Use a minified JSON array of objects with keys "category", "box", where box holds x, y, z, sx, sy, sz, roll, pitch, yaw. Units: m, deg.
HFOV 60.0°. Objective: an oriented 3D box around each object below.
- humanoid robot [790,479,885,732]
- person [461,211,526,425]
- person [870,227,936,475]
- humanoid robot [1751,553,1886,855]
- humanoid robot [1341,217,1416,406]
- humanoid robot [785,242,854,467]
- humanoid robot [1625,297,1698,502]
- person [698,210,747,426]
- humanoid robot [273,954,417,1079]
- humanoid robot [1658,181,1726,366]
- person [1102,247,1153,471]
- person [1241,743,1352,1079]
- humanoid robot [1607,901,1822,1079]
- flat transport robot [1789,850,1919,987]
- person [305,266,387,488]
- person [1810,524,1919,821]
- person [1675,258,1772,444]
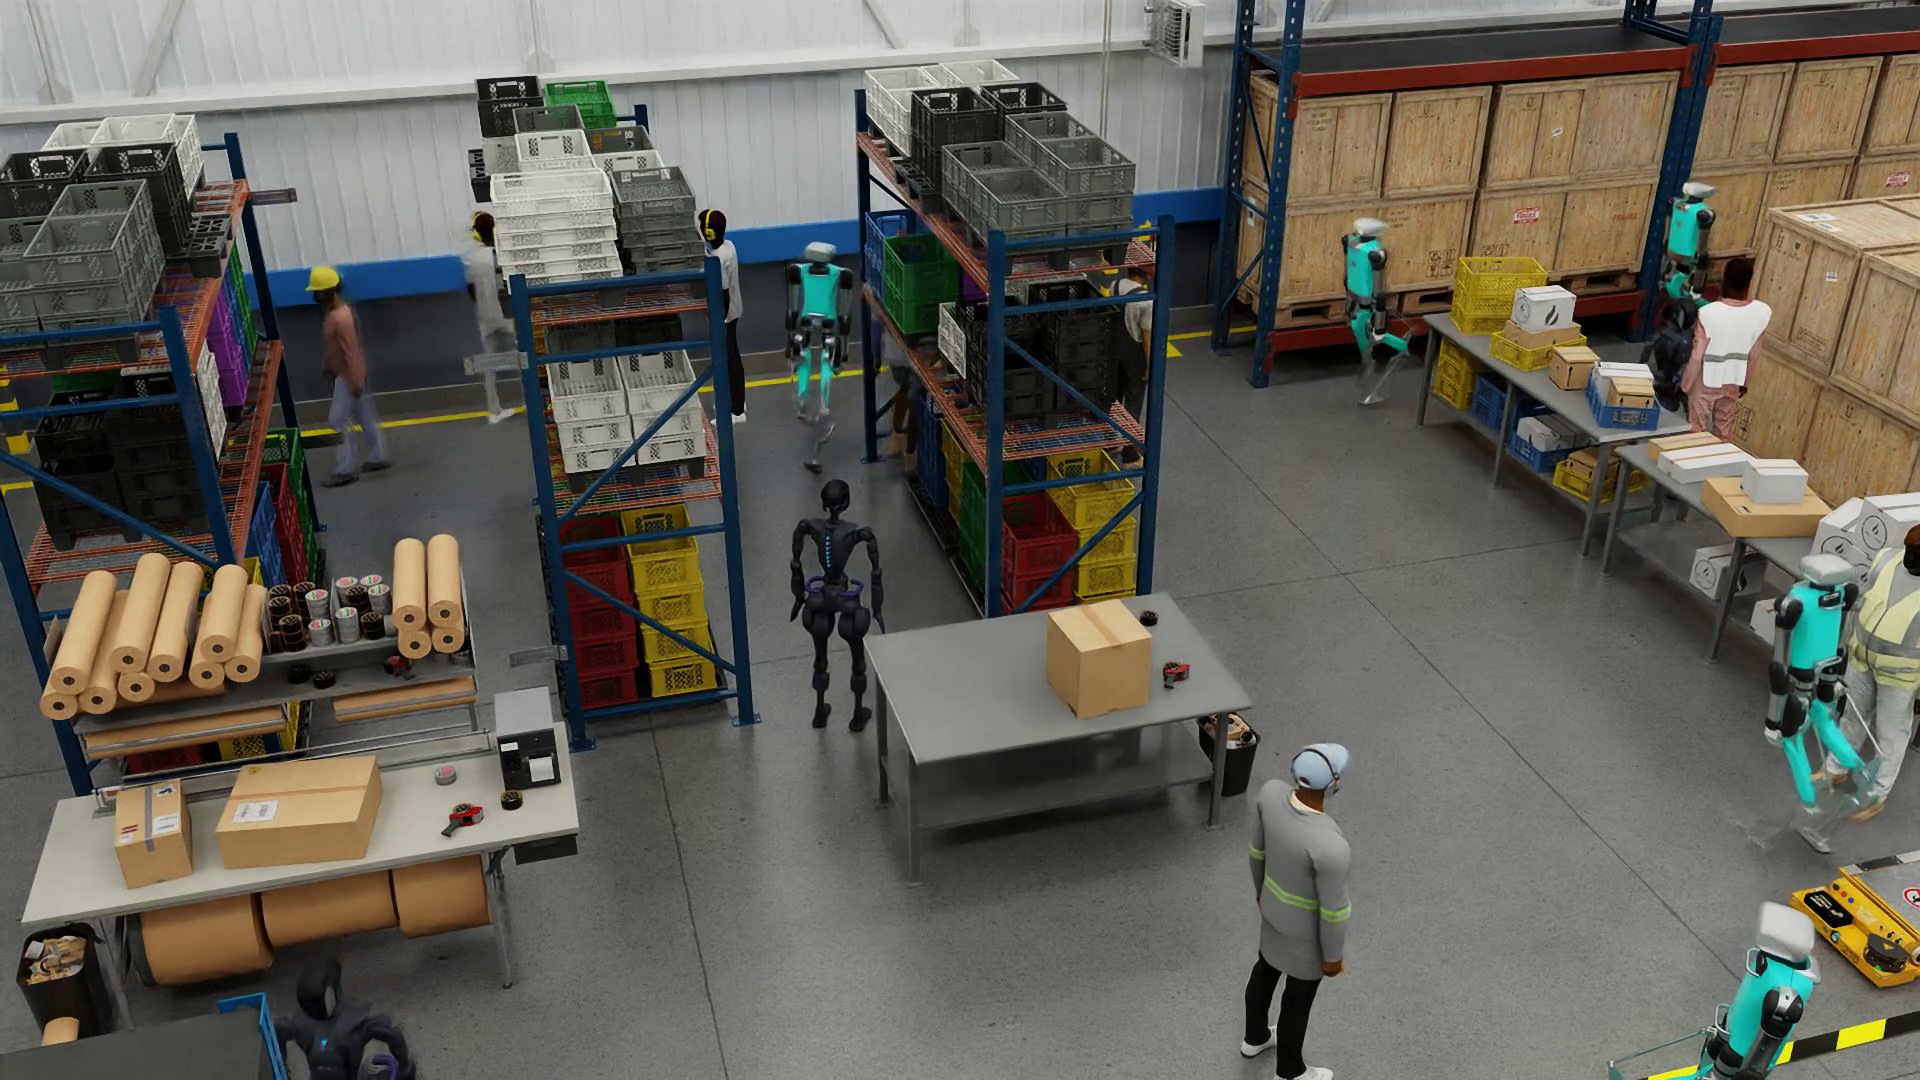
[{"category":"humanoid robot","box":[-0.743,0.394,9.977,0.612,1.653,0.309,6,29,10]},{"category":"person","box":[-3.843,-1.854,13.900,0.486,1.844,0.462,-8,30,-15]},{"category":"person","box":[-0.365,-1.479,13.026,0.618,2.024,0.479,13,32,23]},{"category":"humanoid robot","box":[4.629,1.001,8.830,0.539,1.762,0.836,-13,31,-23]},{"category":"humanoid robot","box":[3.570,-1.844,14.088,0.760,1.872,0.530,-11,31,-19]},{"category":"humanoid robot","box":[-1.158,-1.407,13.201,0.572,1.725,0.963,3,29,5]},{"category":"humanoid robot","box":[5.352,-1.073,12.668,0.615,1.631,0.667,-11,31,-18]},{"category":"person","box":[-1.981,-1.853,13.879,0.329,1.865,0.515,0,29,0]},{"category":"humanoid robot","box":[-2.397,2.260,6.642,0.587,1.650,0.714,-2,29,-4]},{"category":"humanoid robot","box":[6.613,-2.302,14.941,0.740,1.898,0.541,-9,30,-16]},{"category":"person","box":[1.349,-1.438,13.156,0.346,1.837,0.500,-19,34,-30]},{"category":"person","box":[1.533,1.678,7.462,0.373,1.852,0.597,-14,32,-23]},{"category":"humanoid robot","box":[2.889,2.109,6.667,0.735,1.671,0.533,13,31,22]},{"category":"flat transport robot","box":[5.163,1.916,8.676,1.431,0.231,0.659,-8,30,-14]},{"category":"person","box":[-4.891,-1.271,12.946,0.671,1.749,0.545,-12,31,-20]},{"category":"person","box":[5.166,0.709,9.250,0.429,1.837,0.622,-10,30,-18]},{"category":"person","box":[5.753,-1.208,12.647,0.589,1.920,0.393,-5,29,-8]}]
